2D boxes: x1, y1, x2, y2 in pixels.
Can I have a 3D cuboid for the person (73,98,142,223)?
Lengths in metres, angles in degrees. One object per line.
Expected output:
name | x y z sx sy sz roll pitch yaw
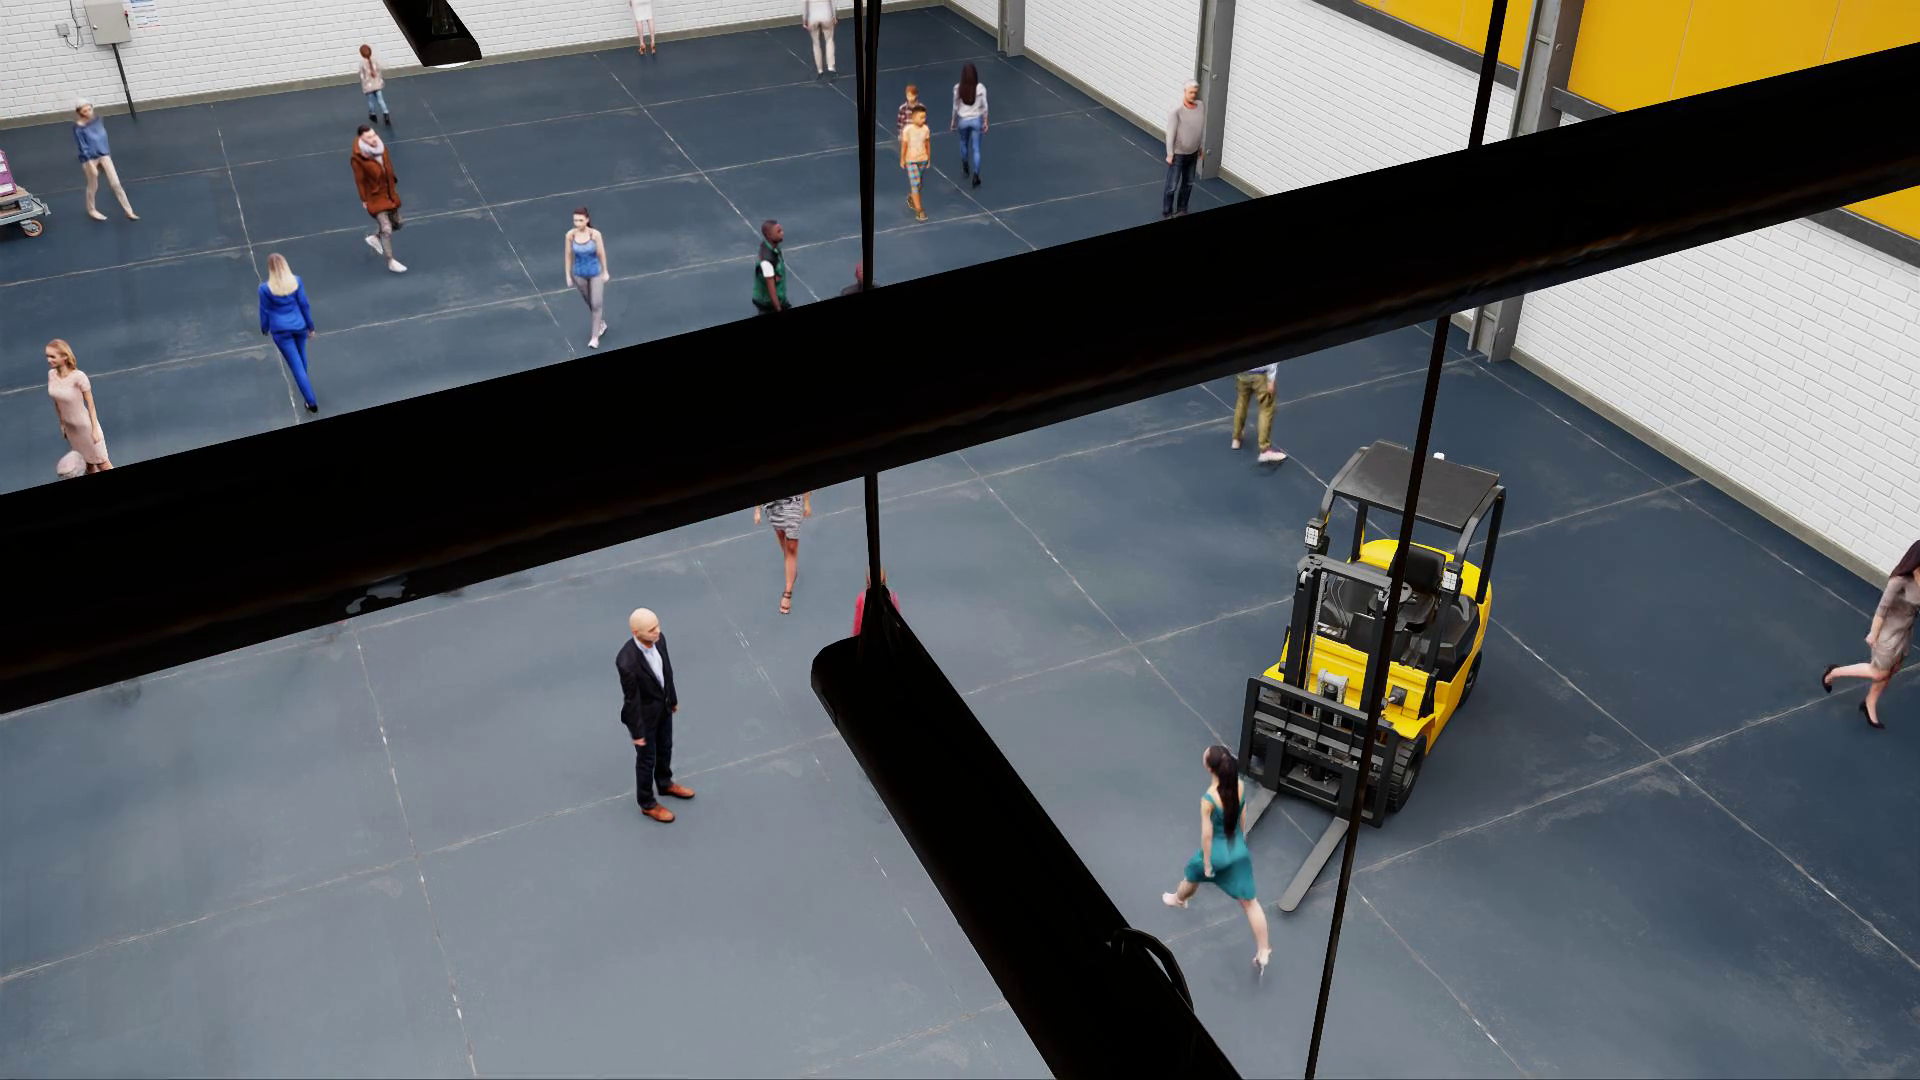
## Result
person | -11.079 -4.833 21.221 1.156 1.651 1.050 11 35 16

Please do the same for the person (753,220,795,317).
person | -2.080 -2.531 17.605 0.998 1.819 0.967 2 34 3

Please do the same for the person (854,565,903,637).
person | -0.640 0.800 13.067 0.739 1.295 0.907 0 34 0

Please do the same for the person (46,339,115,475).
person | -8.074 -1.022 15.325 0.643 1.831 0.689 9 35 13

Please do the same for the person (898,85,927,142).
person | -0.652 -5.567 22.662 0.782 1.278 1.006 0 34 0

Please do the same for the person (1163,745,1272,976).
person | 1.767 2.119 10.799 0.710 1.609 1.201 -20 38 -27

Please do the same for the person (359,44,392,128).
person | -8.589 -6.648 24.378 0.614 1.179 0.863 -23 40 -31

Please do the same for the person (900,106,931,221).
person | -0.594 -4.921 21.563 0.528 1.419 0.965 -14 36 -20

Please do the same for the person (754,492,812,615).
person | -1.514 -0.322 14.318 0.950 1.780 1.161 2 34 3

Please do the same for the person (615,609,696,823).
person | -2.236 1.232 11.964 0.790 1.798 0.761 16 37 23

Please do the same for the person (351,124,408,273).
person | -7.030 -4.125 20.004 1.059 1.818 0.991 14 36 20

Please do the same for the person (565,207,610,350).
person | -4.103 -2.959 18.468 0.903 1.578 1.086 3 34 4

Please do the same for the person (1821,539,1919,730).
person | 7.141 0.675 12.859 0.655 1.734 0.837 -20 38 -27

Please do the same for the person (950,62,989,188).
person | 0.118 -5.550 22.359 0.946 1.584 1.079 5 34 7

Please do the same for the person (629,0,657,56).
person | -5.185 -8.805 27.068 0.562 1.793 0.463 -15 37 -22

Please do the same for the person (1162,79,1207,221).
person | 2.848 -4.937 21.149 0.750 1.903 0.645 -18 38 -25

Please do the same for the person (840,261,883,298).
person | -1.005 -2.004 16.818 0.753 1.814 0.834 -18 38 -25

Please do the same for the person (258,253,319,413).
person | -6.853 -2.094 17.094 0.822 1.658 1.182 -24 41 -32

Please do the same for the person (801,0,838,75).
person | -2.202 -8.151 26.047 0.854 1.835 0.943 0 34 0
